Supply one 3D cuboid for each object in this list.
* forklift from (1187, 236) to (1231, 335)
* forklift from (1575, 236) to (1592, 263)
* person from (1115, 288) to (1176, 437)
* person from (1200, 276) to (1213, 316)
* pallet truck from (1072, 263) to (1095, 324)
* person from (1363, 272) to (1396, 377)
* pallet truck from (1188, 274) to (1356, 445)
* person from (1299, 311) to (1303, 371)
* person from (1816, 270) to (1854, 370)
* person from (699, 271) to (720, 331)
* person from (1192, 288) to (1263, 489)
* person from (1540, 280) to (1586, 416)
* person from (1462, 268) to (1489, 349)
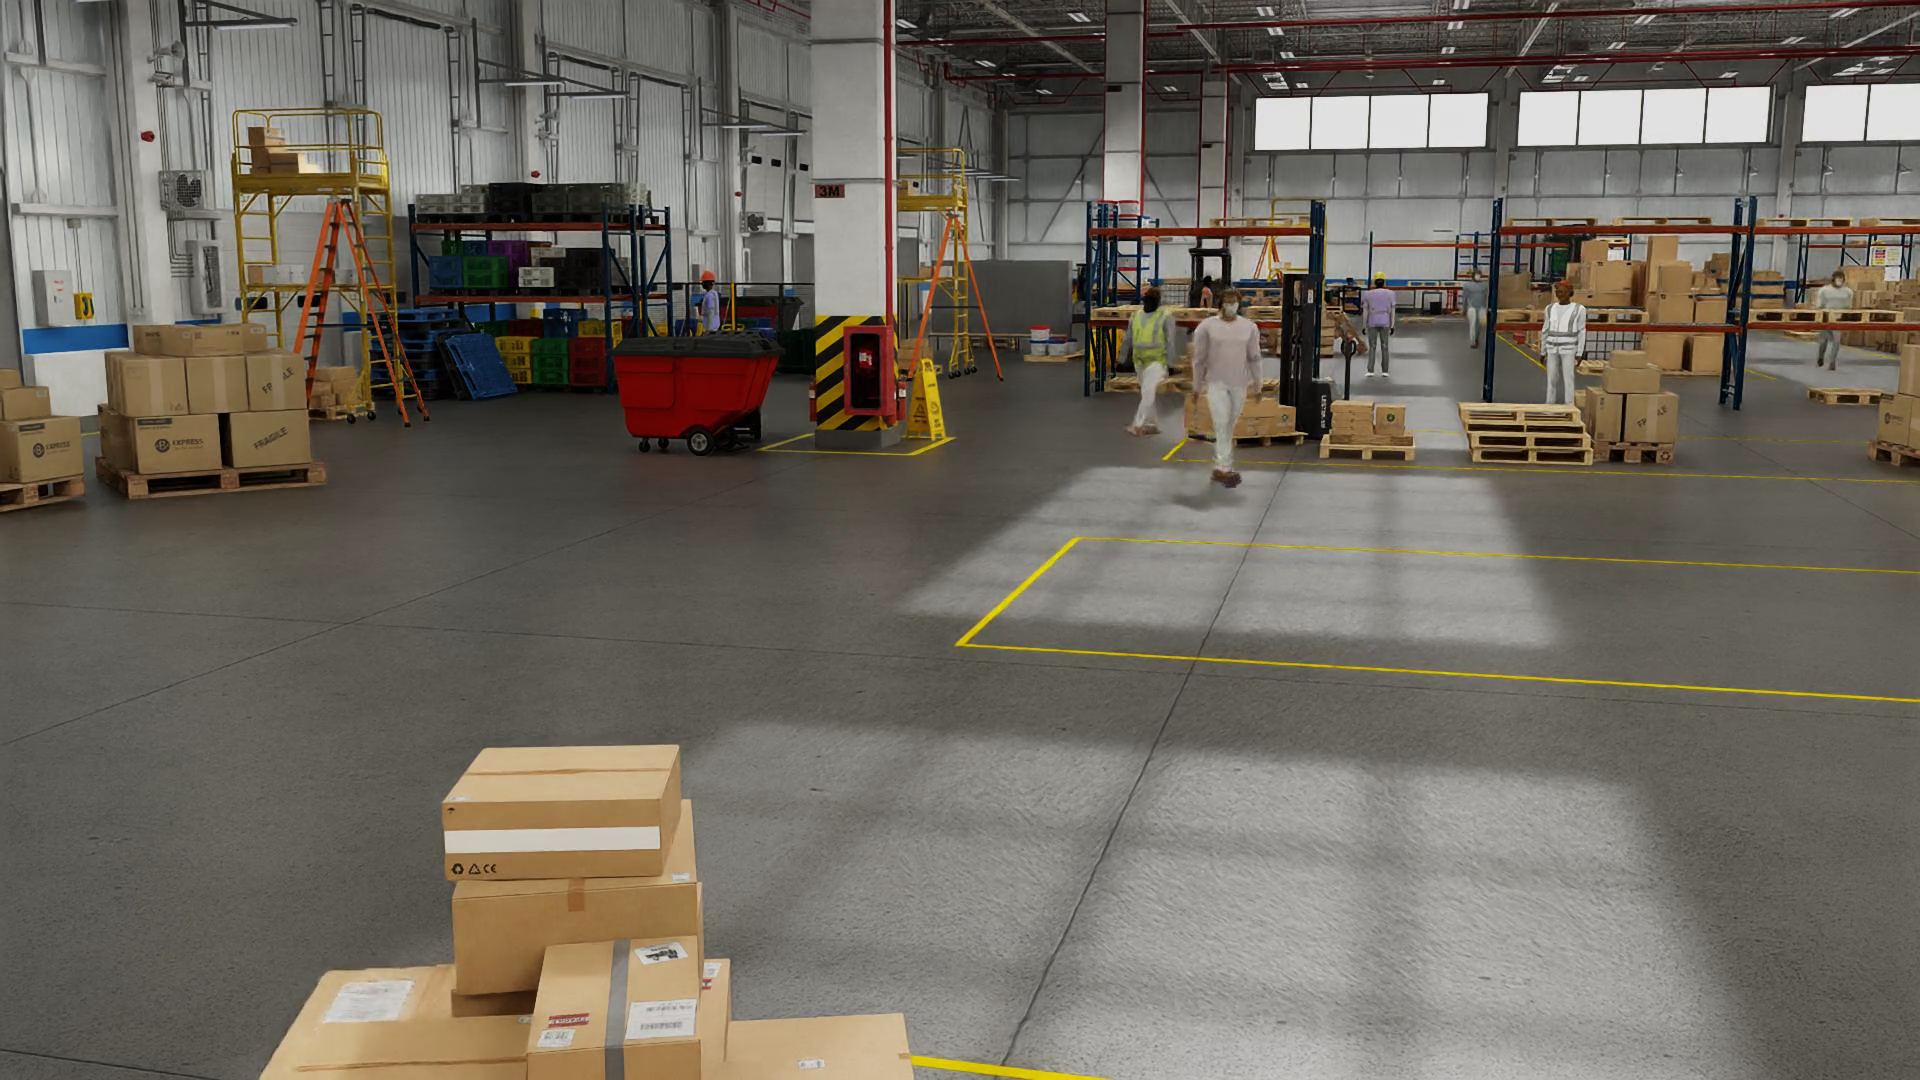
[{"bbox_3d":[7.033,-7.119,46.318,1.129,2.768,1.873,3,10,16],"label":"forklift"},{"bbox_3d":[19.314,-8.043,51.759,1.873,2.768,1.129,4,11,25],"label":"forklift"},{"bbox_3d":[2.211,-2.136,20.151,0.667,1.791,0.936,8,13,41],"label":"person"},{"bbox_3d":[6.504,-6.116,43.891,0.321,1.697,0.535,3,10,17],"label":"person"},{"bbox_3d":[4.325,-8.180,55.162,0.823,1.965,1.885,6,11,31],"label":"pallet truck"},{"bbox_3d":[7.658,-3.942,30.440,0.584,1.919,0.375,1,10,6],"label":"person"},{"bbox_3d":[3.653,-2.138,19.590,1.885,1.965,0.823,-4,10,-20],"label":"pallet truck"},{"bbox_3d":[6.705,-4.093,31.867,0.485,1.739,0.320,-8,13,-40],"label":"person"},{"bbox_3d":[16.942,-4.259,32.257,0.637,1.928,0.472,3,10,17],"label":"person"},{"bbox_3d":[-4.445,-3.793,29.509,0.359,1.938,0.545,0,10,-2],"label":"person"},{"bbox_3d":[2.567,-1.443,15.823,0.651,1.882,1.003,-2,10,-9],"label":"person"},{"bbox_3d":[7.885,-2.457,21.803,0.340,1.880,0.586,-9,13,-43],"label":"person"},{"bbox_3d":[12.287,-5.498,39.581,0.661,1.925,0.429,1,10,6],"label":"person"}]
